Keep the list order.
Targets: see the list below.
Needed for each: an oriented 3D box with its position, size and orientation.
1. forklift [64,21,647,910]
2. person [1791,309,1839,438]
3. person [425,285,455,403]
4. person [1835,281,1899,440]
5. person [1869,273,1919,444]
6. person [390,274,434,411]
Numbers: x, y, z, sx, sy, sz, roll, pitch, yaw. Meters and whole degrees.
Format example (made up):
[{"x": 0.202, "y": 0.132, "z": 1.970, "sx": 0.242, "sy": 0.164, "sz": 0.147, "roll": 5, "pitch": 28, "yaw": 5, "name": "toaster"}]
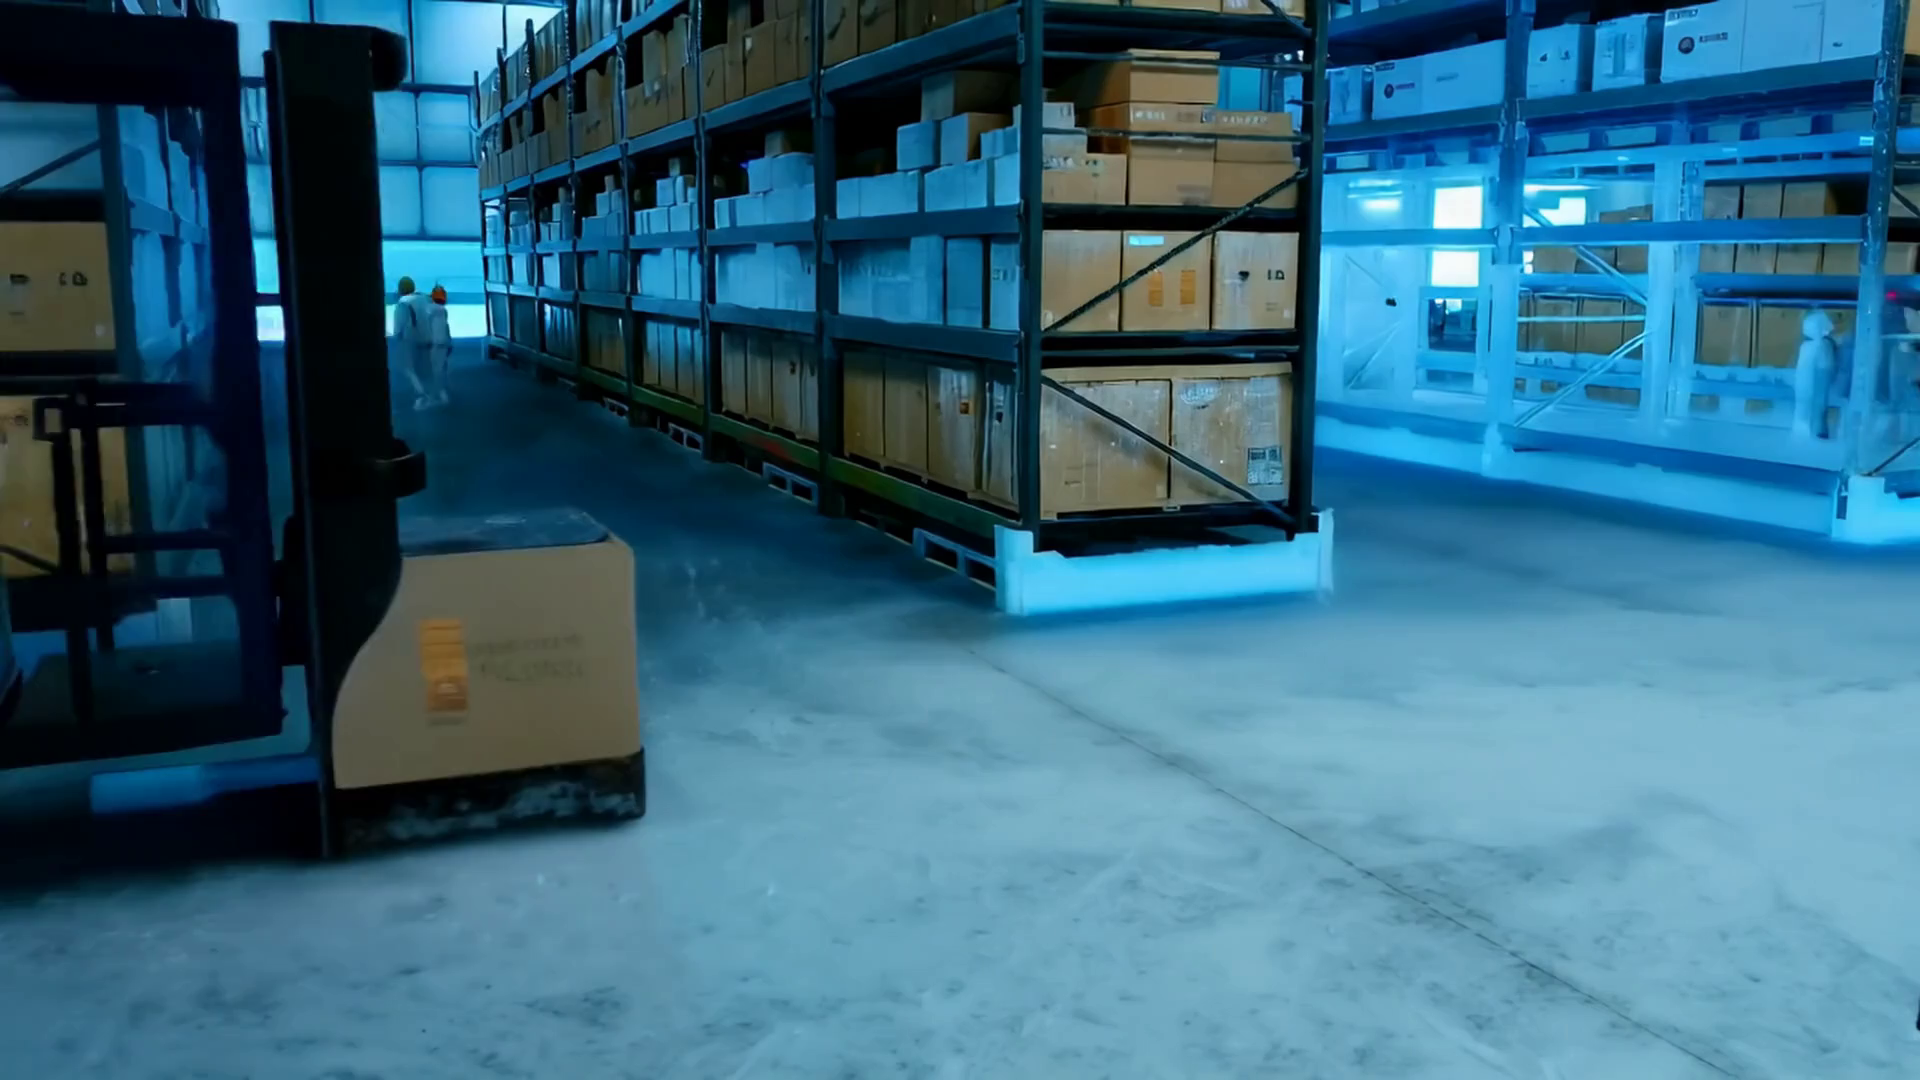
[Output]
[{"x": -2.173, "y": -0.337, "z": 5.880, "sx": 1.873, "sy": 2.768, "sz": 1.129, "roll": -4, "pitch": 10, "yaw": -23, "name": "forklift"}, {"x": 8.068, "y": -1.360, "z": 15.741, "sx": 0.289, "sy": 1.633, "sz": 0.497, "roll": -2, "pitch": 10, "yaw": -11, "name": "person"}, {"x": -7.749, "y": -2.895, "z": 24.625, "sx": 0.515, "sy": 1.741, "sz": 0.336, "roll": 5, "pitch": 10, "yaw": 25, "name": "person"}, {"x": 9.765, "y": -1.831, "z": 17.843, "sx": 0.487, "sy": 1.881, "sz": 0.690, "roll": -9, "pitch": 13, "yaw": -43, "name": "person"}, {"x": 8.944, "y": -1.502, "z": 15.529, "sx": 0.606, "sy": 1.979, "sz": 1.080, "roll": -4, "pitch": 10, "yaw": -23, "name": "person"}, {"x": -7.577, "y": -2.742, "z": 23.182, "sx": 0.552, "sy": 1.913, "sz": 0.648, "roll": 3, "pitch": 10, "yaw": 18, "name": "person"}]
